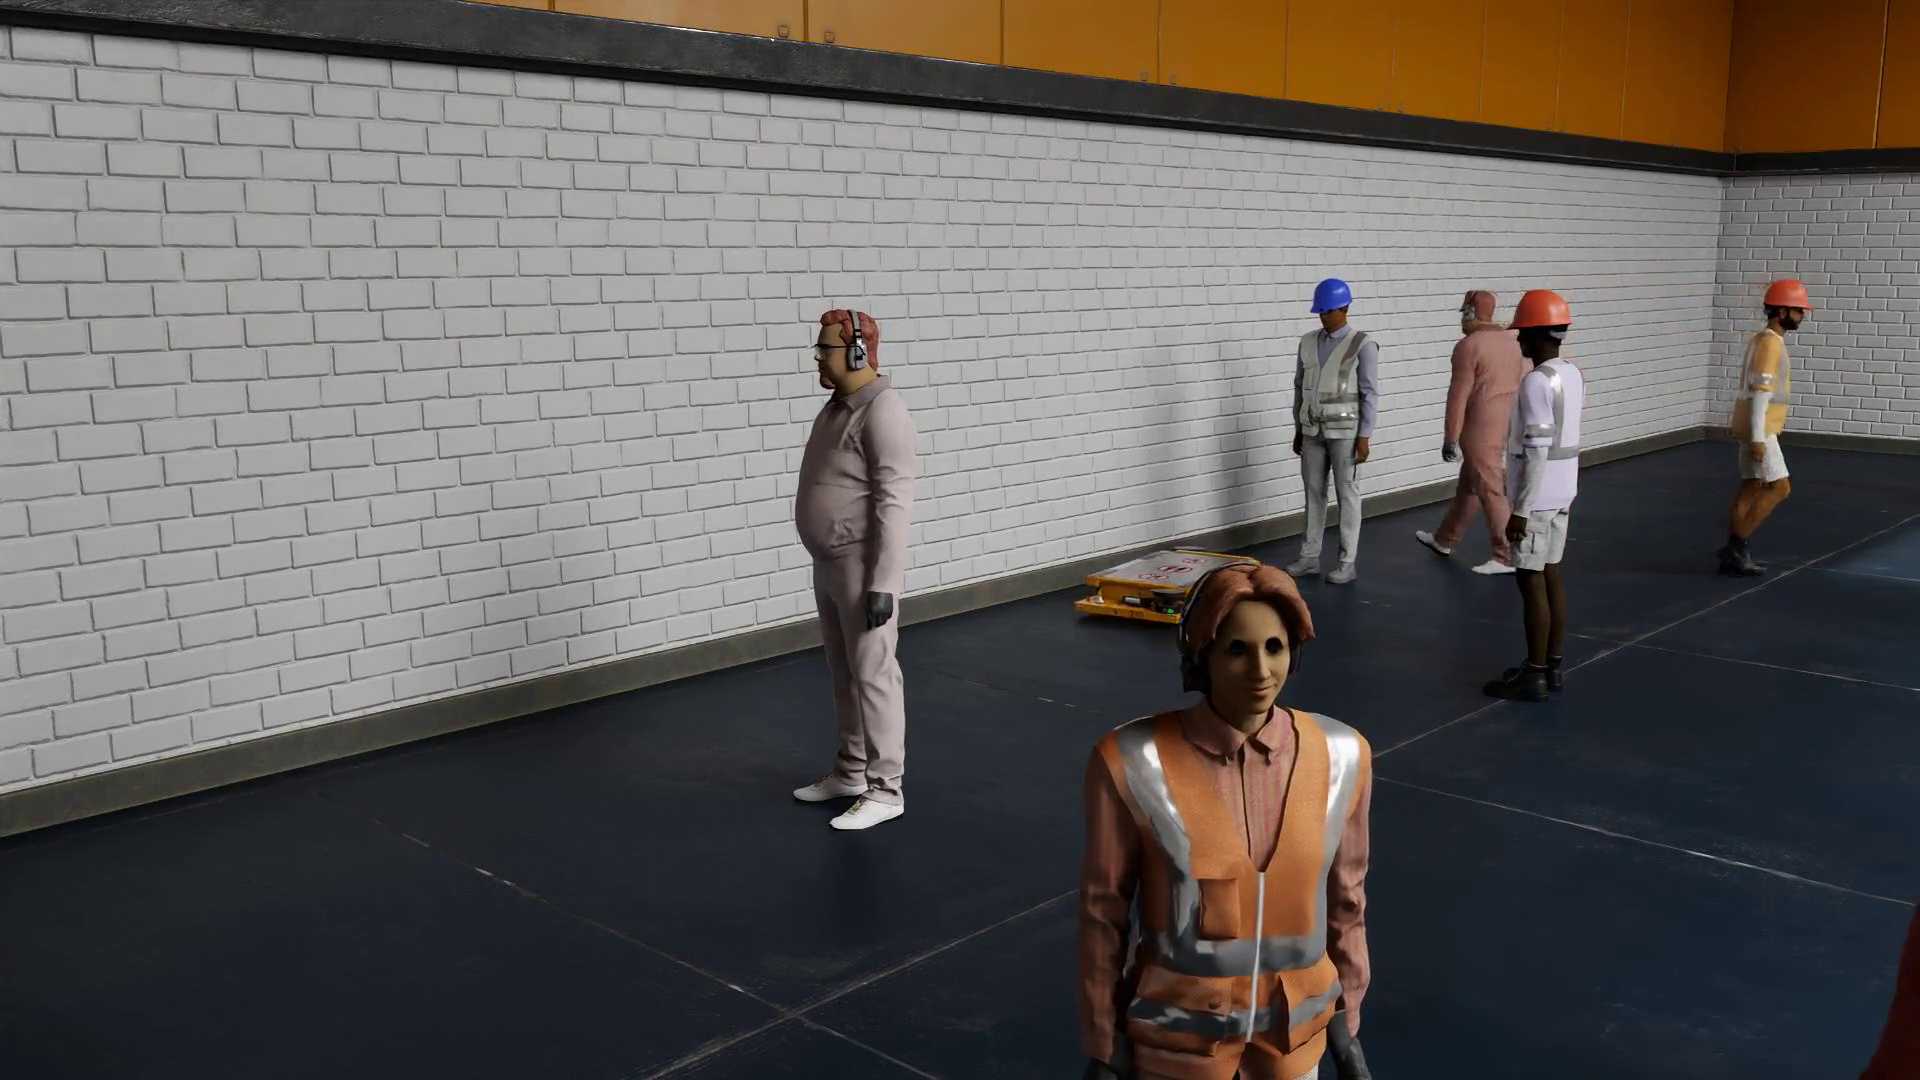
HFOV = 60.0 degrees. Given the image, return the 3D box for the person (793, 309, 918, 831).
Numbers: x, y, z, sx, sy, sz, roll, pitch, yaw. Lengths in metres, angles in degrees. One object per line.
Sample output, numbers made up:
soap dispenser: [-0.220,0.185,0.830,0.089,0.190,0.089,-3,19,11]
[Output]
person: [-0.407,0.105,6.163,0.409,1.907,0.651,-5,11,-25]

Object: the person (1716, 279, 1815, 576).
person: [5.161,-0.700,10.681,0.470,1.926,0.597,4,11,24]

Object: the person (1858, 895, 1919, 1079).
person: [2.330,0.651,3.595,0.534,1.721,0.926,-4,11,-20]

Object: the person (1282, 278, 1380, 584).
person: [2.369,-0.693,10.621,0.414,1.938,0.605,-8,13,-40]

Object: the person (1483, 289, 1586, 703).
person: [2.705,-0.205,7.844,0.364,1.934,0.553,8,13,37]

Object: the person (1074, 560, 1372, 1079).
person: [0.432,0.839,2.742,0.512,1.642,0.312,-2,10,-13]

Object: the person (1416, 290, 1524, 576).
person: [3.415,-0.729,11.111,0.693,1.840,1.044,-8,13,-39]

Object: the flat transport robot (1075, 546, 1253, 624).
flat transport robot: [1.313,0.252,9.980,0.652,0.197,1.431,6,12,32]
